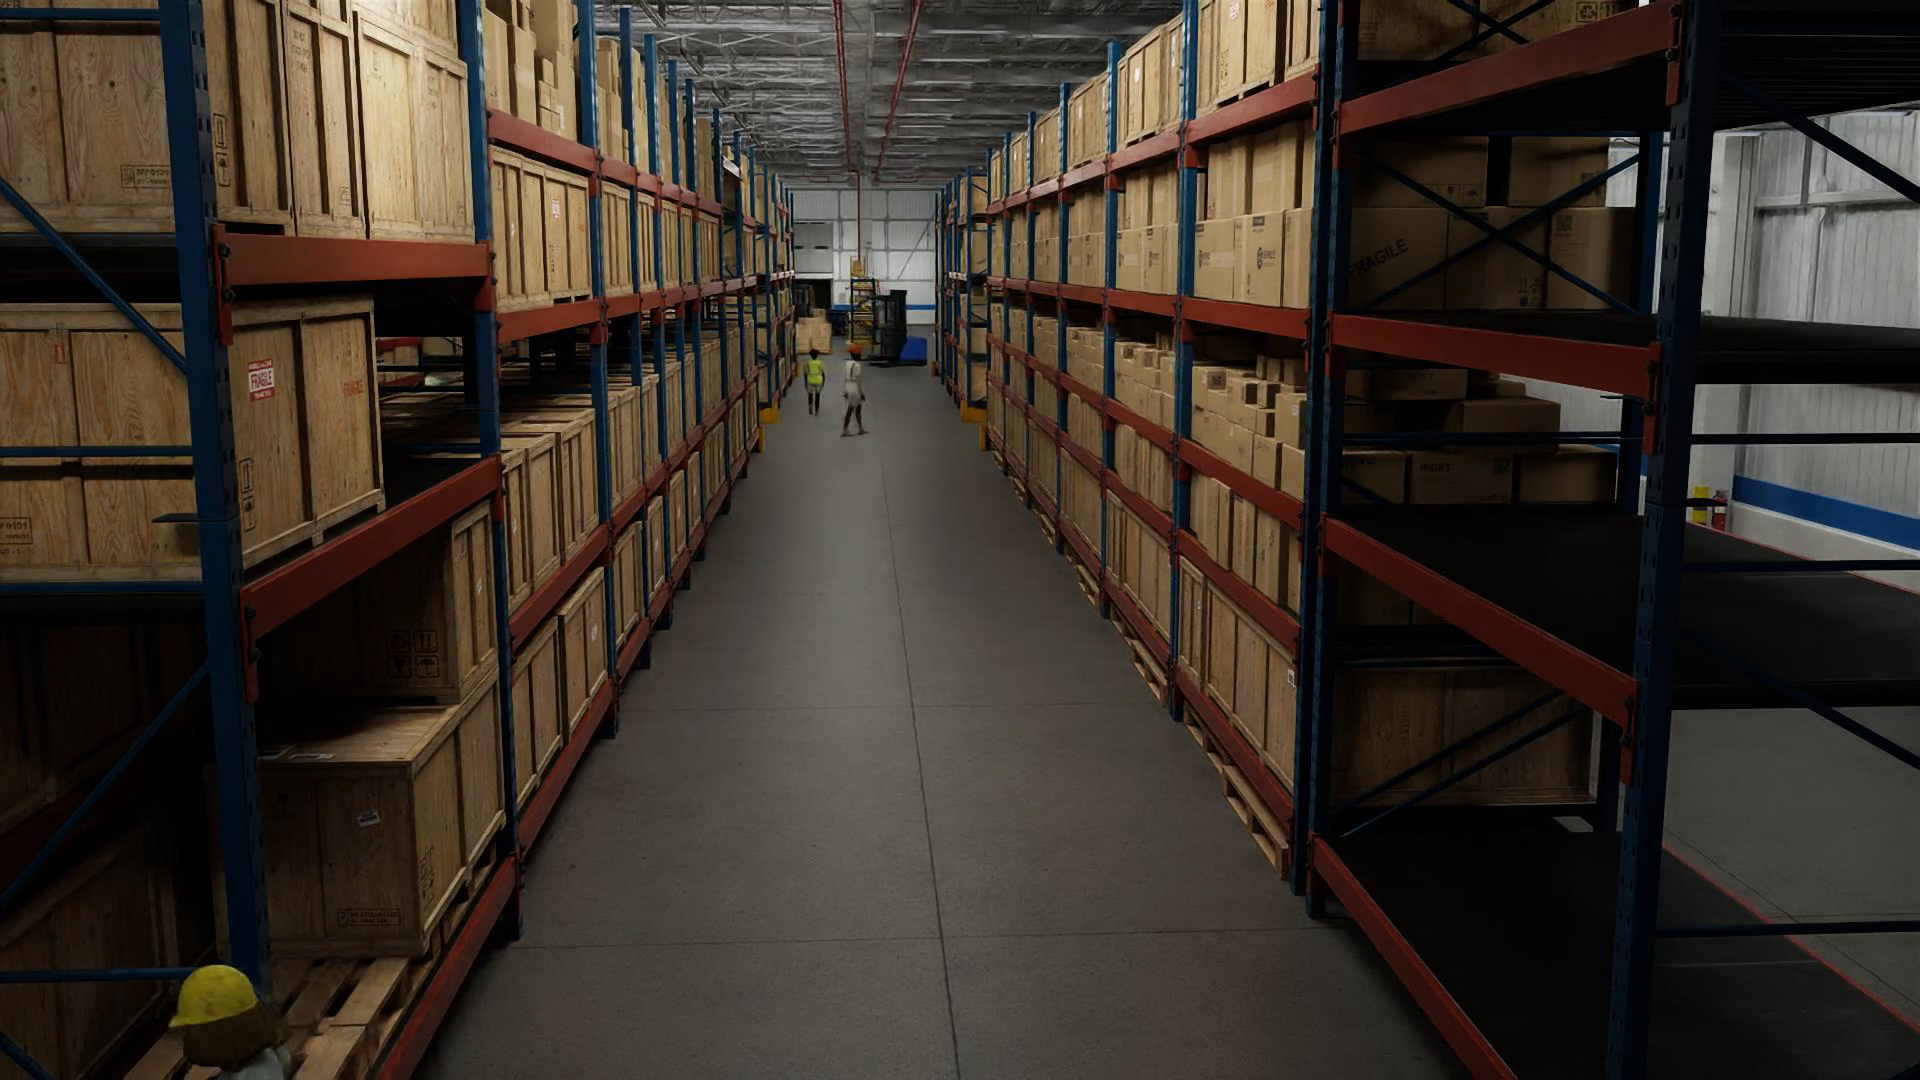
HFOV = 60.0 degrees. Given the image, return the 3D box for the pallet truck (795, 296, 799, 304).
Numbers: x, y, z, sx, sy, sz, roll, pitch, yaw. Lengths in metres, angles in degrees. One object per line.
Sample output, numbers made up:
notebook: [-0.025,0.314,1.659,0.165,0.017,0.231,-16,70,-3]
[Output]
pallet truck: [-8.622,-12.439,91.403,1.885,1.965,0.823,2,10,13]

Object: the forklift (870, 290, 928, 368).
forklift: [-2.209,-7.687,60.387,1.873,2.768,1.129,-4,10,-21]

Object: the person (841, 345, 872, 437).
person: [-2.242,-3.281,36.645,0.924,2.007,0.629,-5,11,-27]

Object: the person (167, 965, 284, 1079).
person: [-2.204,2.139,5.130,0.377,1.721,0.505,-3,10,-19]

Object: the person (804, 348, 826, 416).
person: [-3.625,-3.949,41.613,0.545,1.675,0.428,-1,10,-3]

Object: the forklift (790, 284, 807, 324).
forklift: [-7.398,-10.152,75.111,1.129,2.768,1.873,2,10,11]

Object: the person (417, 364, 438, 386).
person: [-10.716,-2.715,34.043,1.001,1.771,0.553,1,10,7]
